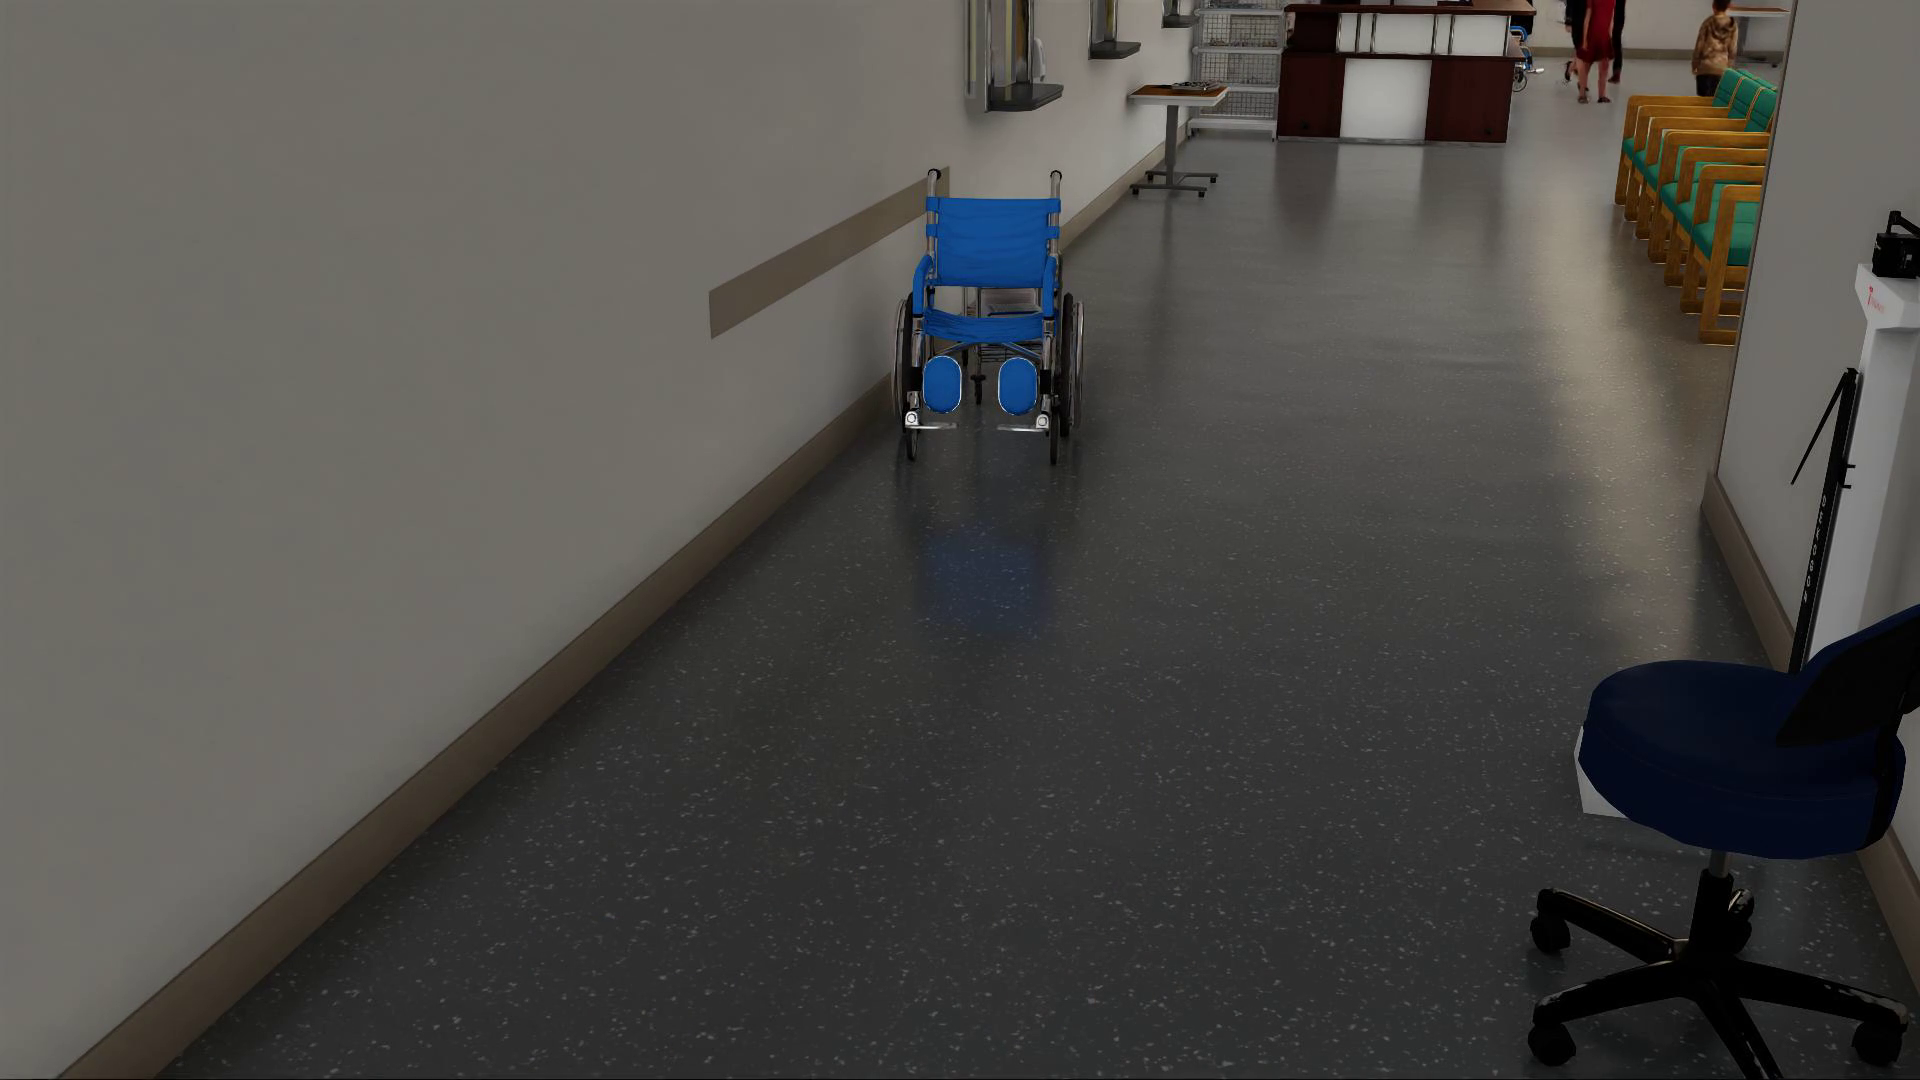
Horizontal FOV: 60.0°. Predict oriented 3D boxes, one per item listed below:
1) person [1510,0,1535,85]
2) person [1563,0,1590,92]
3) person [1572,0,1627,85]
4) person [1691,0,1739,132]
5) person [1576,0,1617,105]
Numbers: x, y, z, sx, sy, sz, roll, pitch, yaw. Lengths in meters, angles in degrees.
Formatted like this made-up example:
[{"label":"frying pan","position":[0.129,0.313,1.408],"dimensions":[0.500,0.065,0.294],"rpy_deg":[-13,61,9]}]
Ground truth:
[{"label":"person","position":[7.656,-7.108,22.686],"dimensions":[0.546,1.683,0.620],"rpy_deg":[6,22,15]},{"label":"person","position":[8.086,-6.675,21.592],"dimensions":[1.040,1.647,0.994],"rpy_deg":[-3,21,-8]},{"label":"person","position":[8.741,-6.955,22.248],"dimensions":[1.181,1.707,1.111],"rpy_deg":[-6,21,-14]},{"label":"person","position":[7.845,-4.932,17.289],"dimensions":[0.916,1.436,0.789],"rpy_deg":[0,21,-1]},{"label":"person","position":[7.693,-6.074,20.174],"dimensions":[0.854,1.527,0.757],"rpy_deg":[0,21,-1]}]
